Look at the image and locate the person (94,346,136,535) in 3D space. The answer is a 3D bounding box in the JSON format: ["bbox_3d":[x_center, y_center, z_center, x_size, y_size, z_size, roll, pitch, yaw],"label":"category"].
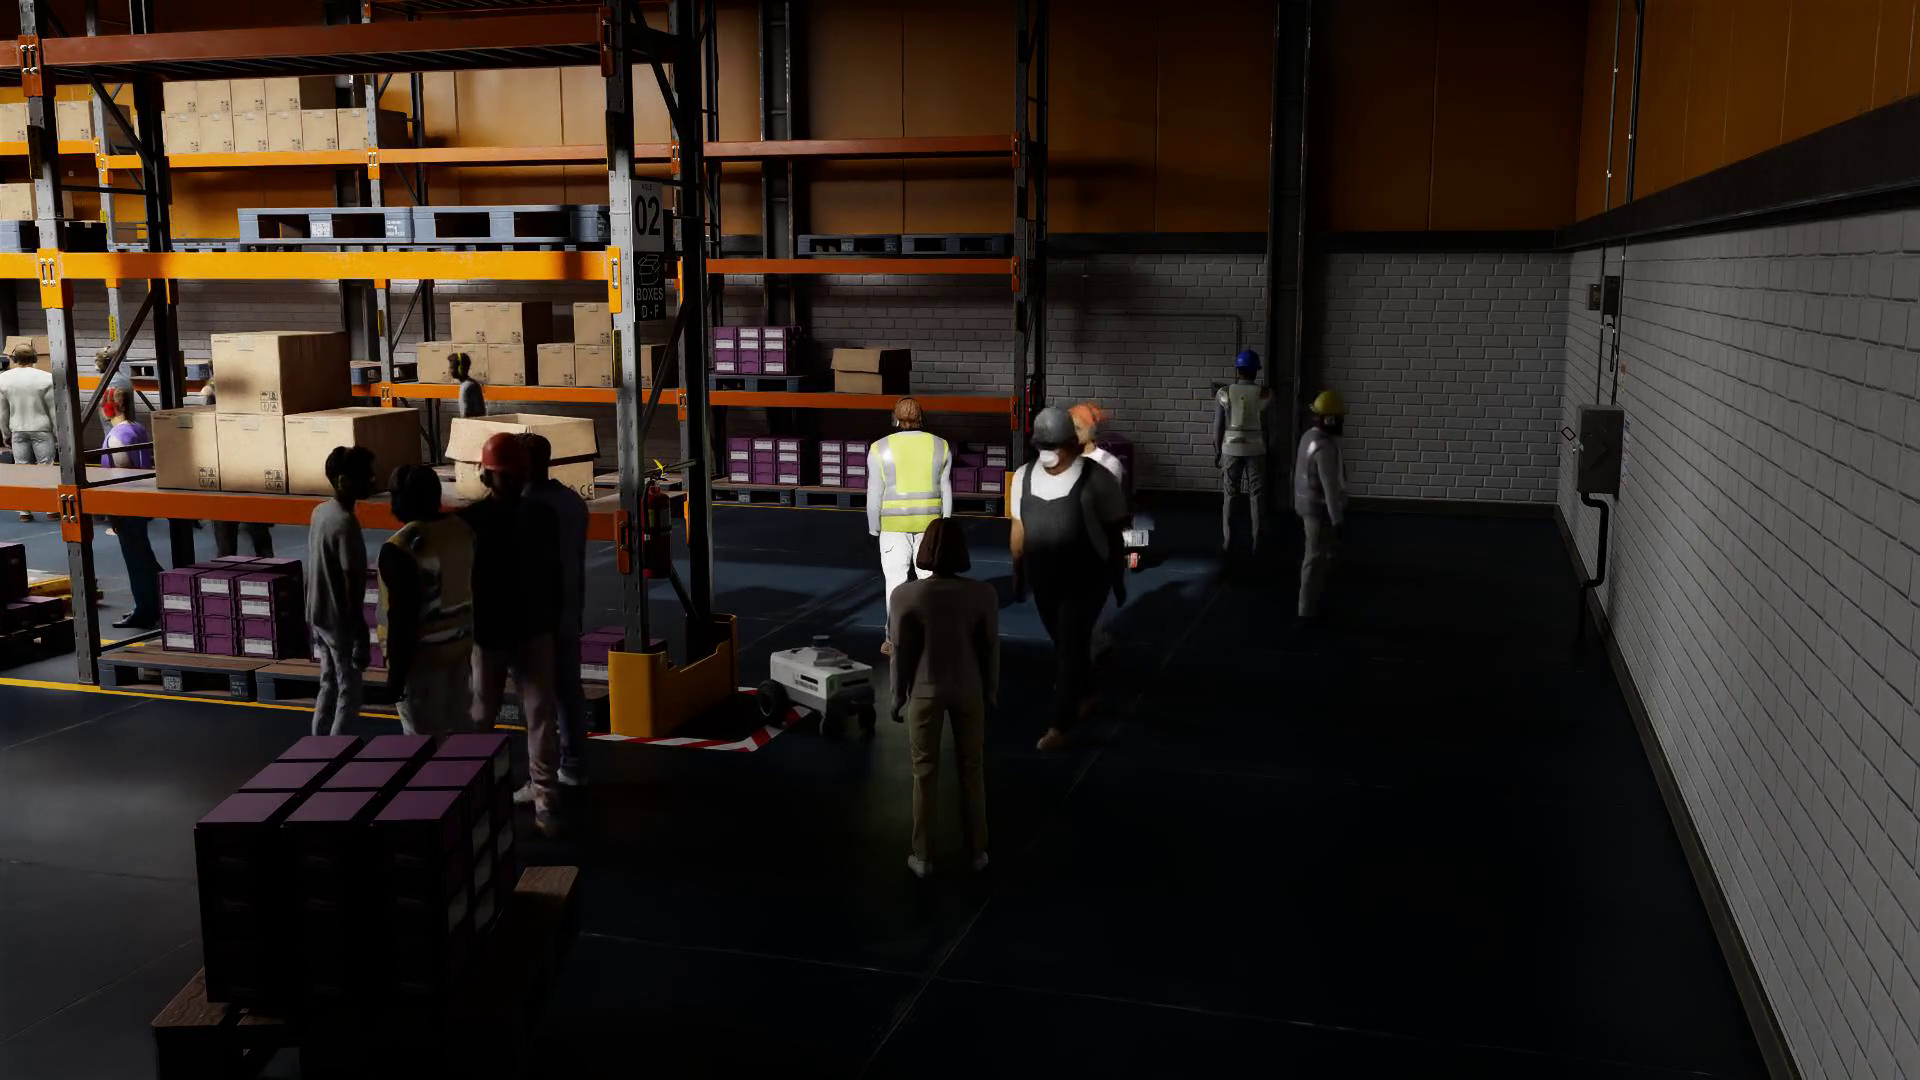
[{"bbox_3d":[-8.644,-1.019,17.088,0.352,1.937,0.635,-2,10,-14],"label":"person"}]

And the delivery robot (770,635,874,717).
[{"bbox_3d":[-0.821,0.808,9.869,0.477,0.478,0.707,-7,12,-38],"label":"delivery robot"}]

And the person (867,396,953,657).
[{"bbox_3d":[-0.359,-0.090,11.720,0.621,1.845,0.429,-2,10,-14],"label":"person"}]

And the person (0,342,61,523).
[{"bbox_3d":[-9.965,-1.147,17.864,0.636,1.939,0.363,-2,10,-12],"label":"person"}]

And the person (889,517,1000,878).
[{"bbox_3d":[-0.068,0.710,7.476,0.498,1.633,0.282,-1,9,-5],"label":"person"}]

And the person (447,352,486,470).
[{"bbox_3d":[-5.247,-1.093,17.826,0.503,1.841,0.528,-2,9,-11],"label":"person"}]

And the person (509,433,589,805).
[{"bbox_3d":[-2.171,0.402,8.526,0.401,1.906,0.649,4,10,23],"label":"person"}]

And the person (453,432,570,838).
[{"bbox_3d":[-2.260,0.426,8.235,0.631,1.957,0.990,-6,11,-34],"label":"person"}]

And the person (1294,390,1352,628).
[{"bbox_3d":[2.767,-0.224,12.607,0.458,1.812,0.611,0,9,1],"label":"person"}]

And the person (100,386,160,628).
[{"bbox_3d":[-6.331,-0.254,12.715,0.375,1.840,0.567,-2,10,-12],"label":"person"}]

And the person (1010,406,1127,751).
[{"bbox_3d":[0.654,0.131,9.765,0.698,2.000,0.970,6,11,34],"label":"person"}]

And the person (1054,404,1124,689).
[{"bbox_3d":[0.861,0.042,10.845,0.616,1.872,0.603,-6,11,-35],"label":"person"}]

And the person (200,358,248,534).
[{"bbox_3d":[-7.585,-0.982,17.142,0.344,1.847,0.504,0,9,2],"label":"person"}]

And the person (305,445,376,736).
[{"bbox_3d":[-3.141,0.439,8.483,0.374,1.850,0.550,-7,12,-37],"label":"person"}]

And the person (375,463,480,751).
[{"bbox_3d":[-2.499,0.554,7.798,0.429,1.839,0.633,3,10,15],"label":"person"}]

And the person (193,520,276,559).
[{"bbox_3d":[-5.532,-0.295,12.838,0.684,1.893,0.505,-8,12,-39],"label":"person"}]

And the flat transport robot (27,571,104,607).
[{"bbox_3d":[-7.758,0.395,13.539,1.431,0.197,0.652,4,10,24],"label":"flat transport robot"}]

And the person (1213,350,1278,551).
[{"bbox_3d":[2.760,-0.860,16.106,0.615,1.939,0.405,2,10,14],"label":"person"}]
